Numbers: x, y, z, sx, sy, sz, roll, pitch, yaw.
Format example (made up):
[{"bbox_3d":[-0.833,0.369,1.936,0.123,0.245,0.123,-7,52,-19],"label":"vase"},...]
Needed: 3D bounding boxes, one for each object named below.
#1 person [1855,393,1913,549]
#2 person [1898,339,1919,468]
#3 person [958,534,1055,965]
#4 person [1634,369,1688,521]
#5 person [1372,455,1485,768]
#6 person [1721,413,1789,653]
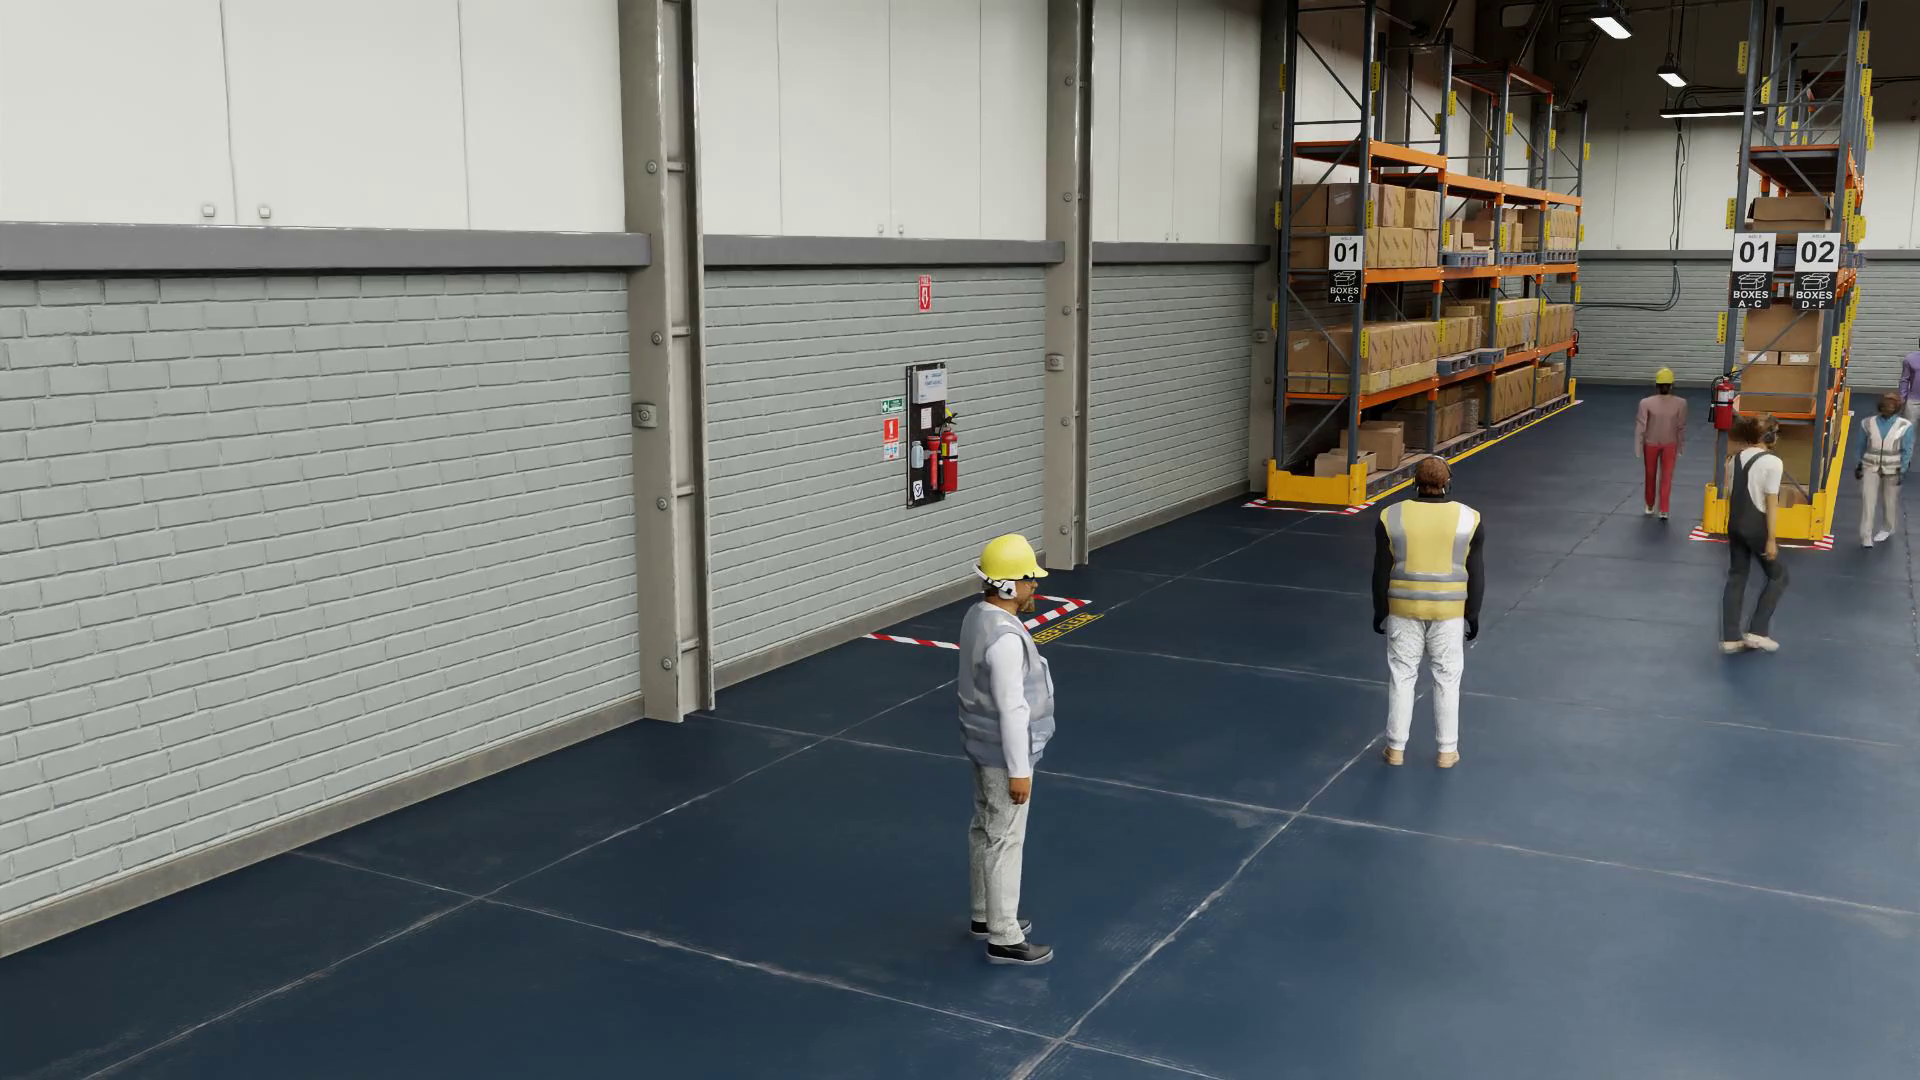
[{"bbox_3d":[9.559,-0.736,17.244,0.515,1.596,0.789,7,12,35],"label":"person"},{"bbox_3d":[13.519,-1.949,23.350,0.635,1.938,0.361,8,13,41],"label":"person"},{"bbox_3d":[0.200,0.881,7.089,0.404,1.831,0.600,-2,10,-13],"label":"person"},{"bbox_3d":[8.007,-1.098,19.032,0.541,1.716,0.925,4,10,21],"label":"person"},{"bbox_3d":[2.737,0.420,9.762,0.634,1.842,0.429,2,10,13],"label":"person"},{"bbox_3d":[6.011,-0.043,12.503,0.551,1.826,0.558,-3,10,-17],"label":"person"}]
